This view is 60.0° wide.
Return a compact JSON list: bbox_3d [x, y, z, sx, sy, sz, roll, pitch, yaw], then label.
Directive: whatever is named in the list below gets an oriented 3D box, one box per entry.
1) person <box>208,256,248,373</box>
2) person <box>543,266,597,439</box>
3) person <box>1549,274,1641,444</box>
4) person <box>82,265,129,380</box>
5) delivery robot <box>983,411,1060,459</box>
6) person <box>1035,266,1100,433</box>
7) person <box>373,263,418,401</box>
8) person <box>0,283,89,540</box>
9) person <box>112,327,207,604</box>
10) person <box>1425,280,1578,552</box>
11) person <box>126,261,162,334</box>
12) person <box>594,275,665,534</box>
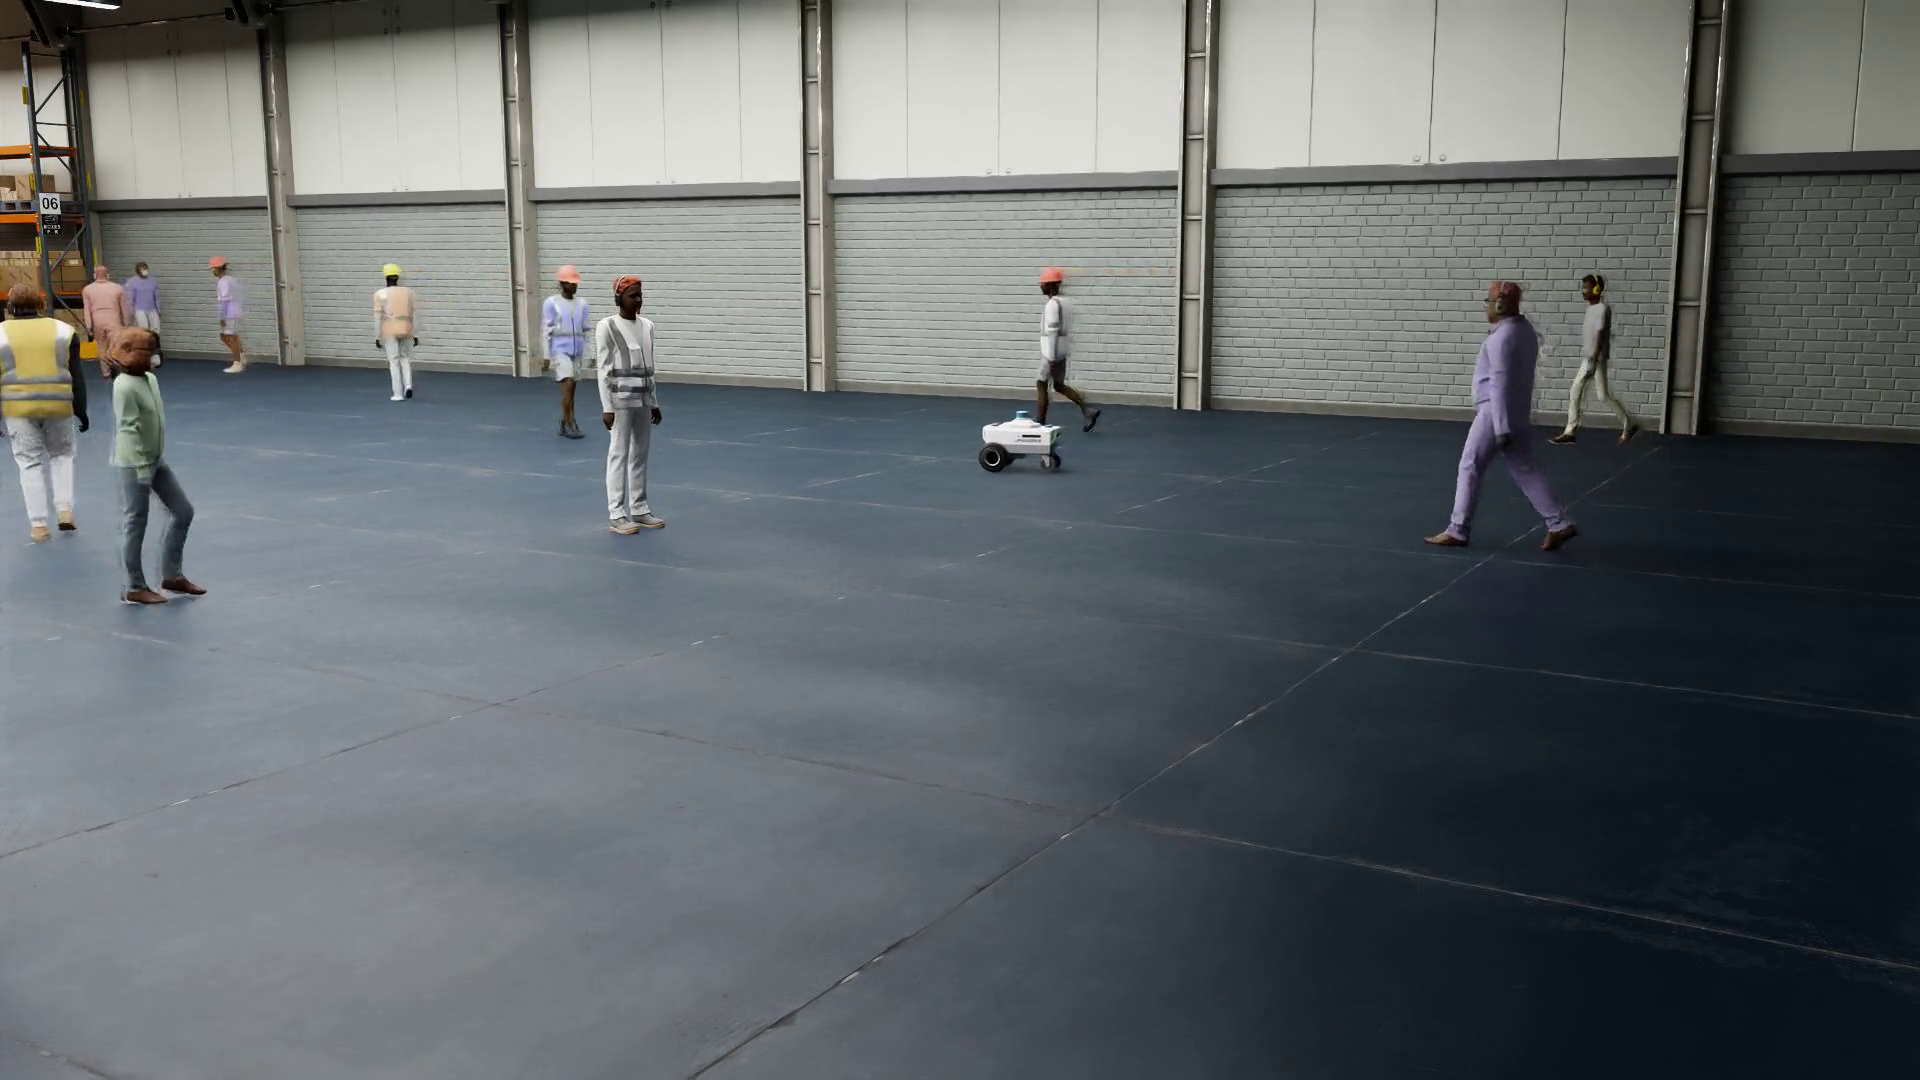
[{"bbox_3d":[-12.715,-3.898,28.825,0.494,2.015,0.639,-4,10,-20],"label":"person"},{"bbox_3d":[-4.273,-2.068,18.415,0.803,1.905,0.568,10,14,44],"label":"person"},{"bbox_3d":[6.881,-1.927,17.845,0.896,1.840,0.524,-1,10,-4],"label":"person"},{"bbox_3d":[-14.041,-3.573,27.348,0.642,1.878,0.845,-3,10,-20],"label":"person"},{"bbox_3d":[0.585,-0.972,15.701,0.707,0.478,0.477,2,10,13],"label":"delivery robot"},{"bbox_3d":[1.138,-2.125,18.783,0.829,1.914,0.553,3,10,18],"label":"person"},{"bbox_3d":[-7.890,-2.894,23.236,0.609,1.915,0.416,-8,13,-41],"label":"person"},{"bbox_3d":[-6.632,-0.917,11.934,0.656,1.823,0.503,-6,12,-33],"label":"person"},{"bbox_3d":[-4.640,-0.420,9.619,0.538,1.614,0.539,-1,10,-4],"label":"person"},{"bbox_3d":[3.770,-0.843,11.398,0.952,1.867,0.640,8,13,40],"label":"person"},{"bbox_3d":[-15.718,-4.400,32.038,0.490,1.923,0.659,6,11,32],"label":"person"},{"bbox_3d":[-2.420,-0.995,12.225,0.346,1.882,0.584,6,11,29],"label":"person"}]
